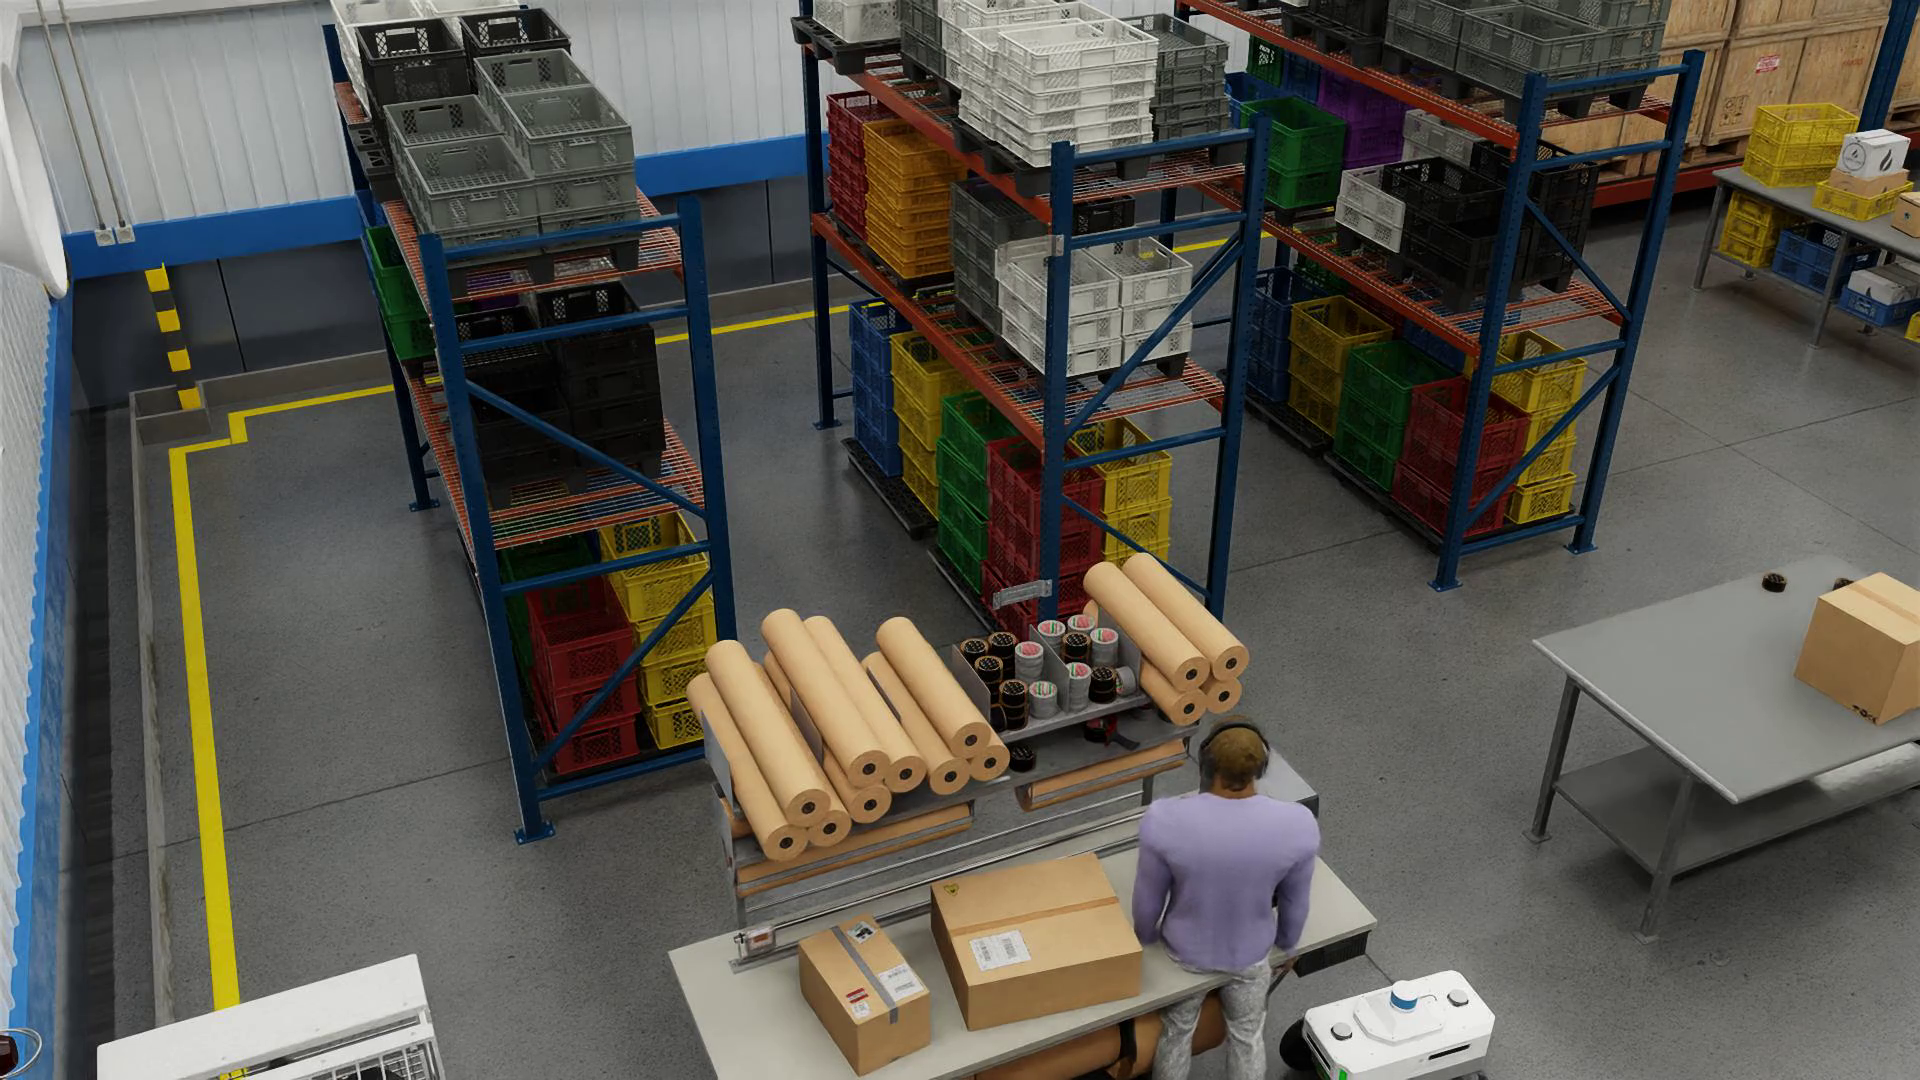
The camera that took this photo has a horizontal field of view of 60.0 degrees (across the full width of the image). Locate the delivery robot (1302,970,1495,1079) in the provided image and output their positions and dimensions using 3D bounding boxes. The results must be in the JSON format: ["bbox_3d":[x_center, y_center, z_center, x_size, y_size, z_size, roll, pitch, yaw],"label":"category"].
[{"bbox_3d":[1.702,1.921,6.470,0.707,0.478,0.477,-10,33,-16],"label":"delivery robot"}]

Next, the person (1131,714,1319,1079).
[{"bbox_3d":[0.926,1.449,6.023,0.629,1.931,0.368,1,32,2],"label":"person"}]
